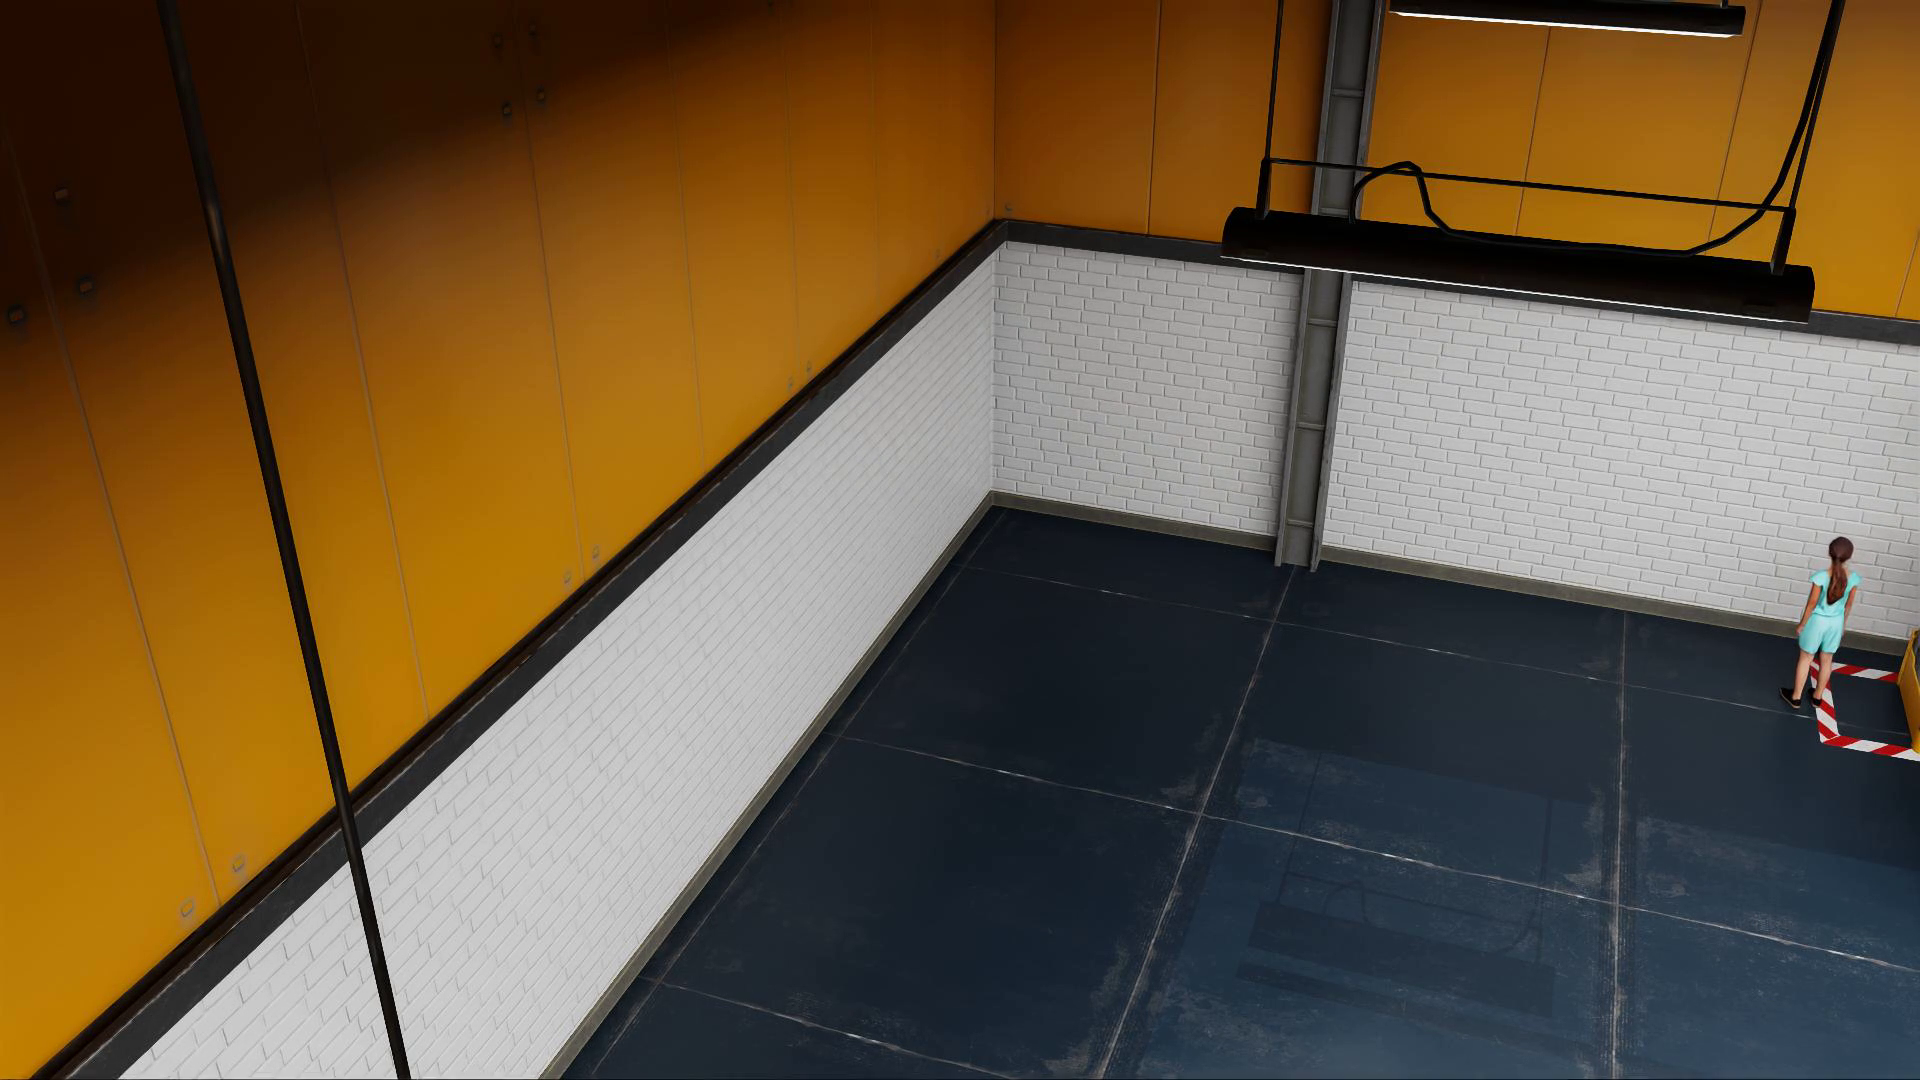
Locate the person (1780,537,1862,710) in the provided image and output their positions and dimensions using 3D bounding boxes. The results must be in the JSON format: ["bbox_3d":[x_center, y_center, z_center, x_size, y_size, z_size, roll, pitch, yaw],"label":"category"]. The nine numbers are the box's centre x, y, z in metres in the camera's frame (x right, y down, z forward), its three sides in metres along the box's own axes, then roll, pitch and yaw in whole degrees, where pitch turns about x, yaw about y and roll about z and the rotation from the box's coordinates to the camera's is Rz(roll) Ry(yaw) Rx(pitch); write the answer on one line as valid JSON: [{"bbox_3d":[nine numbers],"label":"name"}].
[{"bbox_3d":[7.080,0.679,13.633,0.549,1.558,0.662,2,29,4],"label":"person"}]
